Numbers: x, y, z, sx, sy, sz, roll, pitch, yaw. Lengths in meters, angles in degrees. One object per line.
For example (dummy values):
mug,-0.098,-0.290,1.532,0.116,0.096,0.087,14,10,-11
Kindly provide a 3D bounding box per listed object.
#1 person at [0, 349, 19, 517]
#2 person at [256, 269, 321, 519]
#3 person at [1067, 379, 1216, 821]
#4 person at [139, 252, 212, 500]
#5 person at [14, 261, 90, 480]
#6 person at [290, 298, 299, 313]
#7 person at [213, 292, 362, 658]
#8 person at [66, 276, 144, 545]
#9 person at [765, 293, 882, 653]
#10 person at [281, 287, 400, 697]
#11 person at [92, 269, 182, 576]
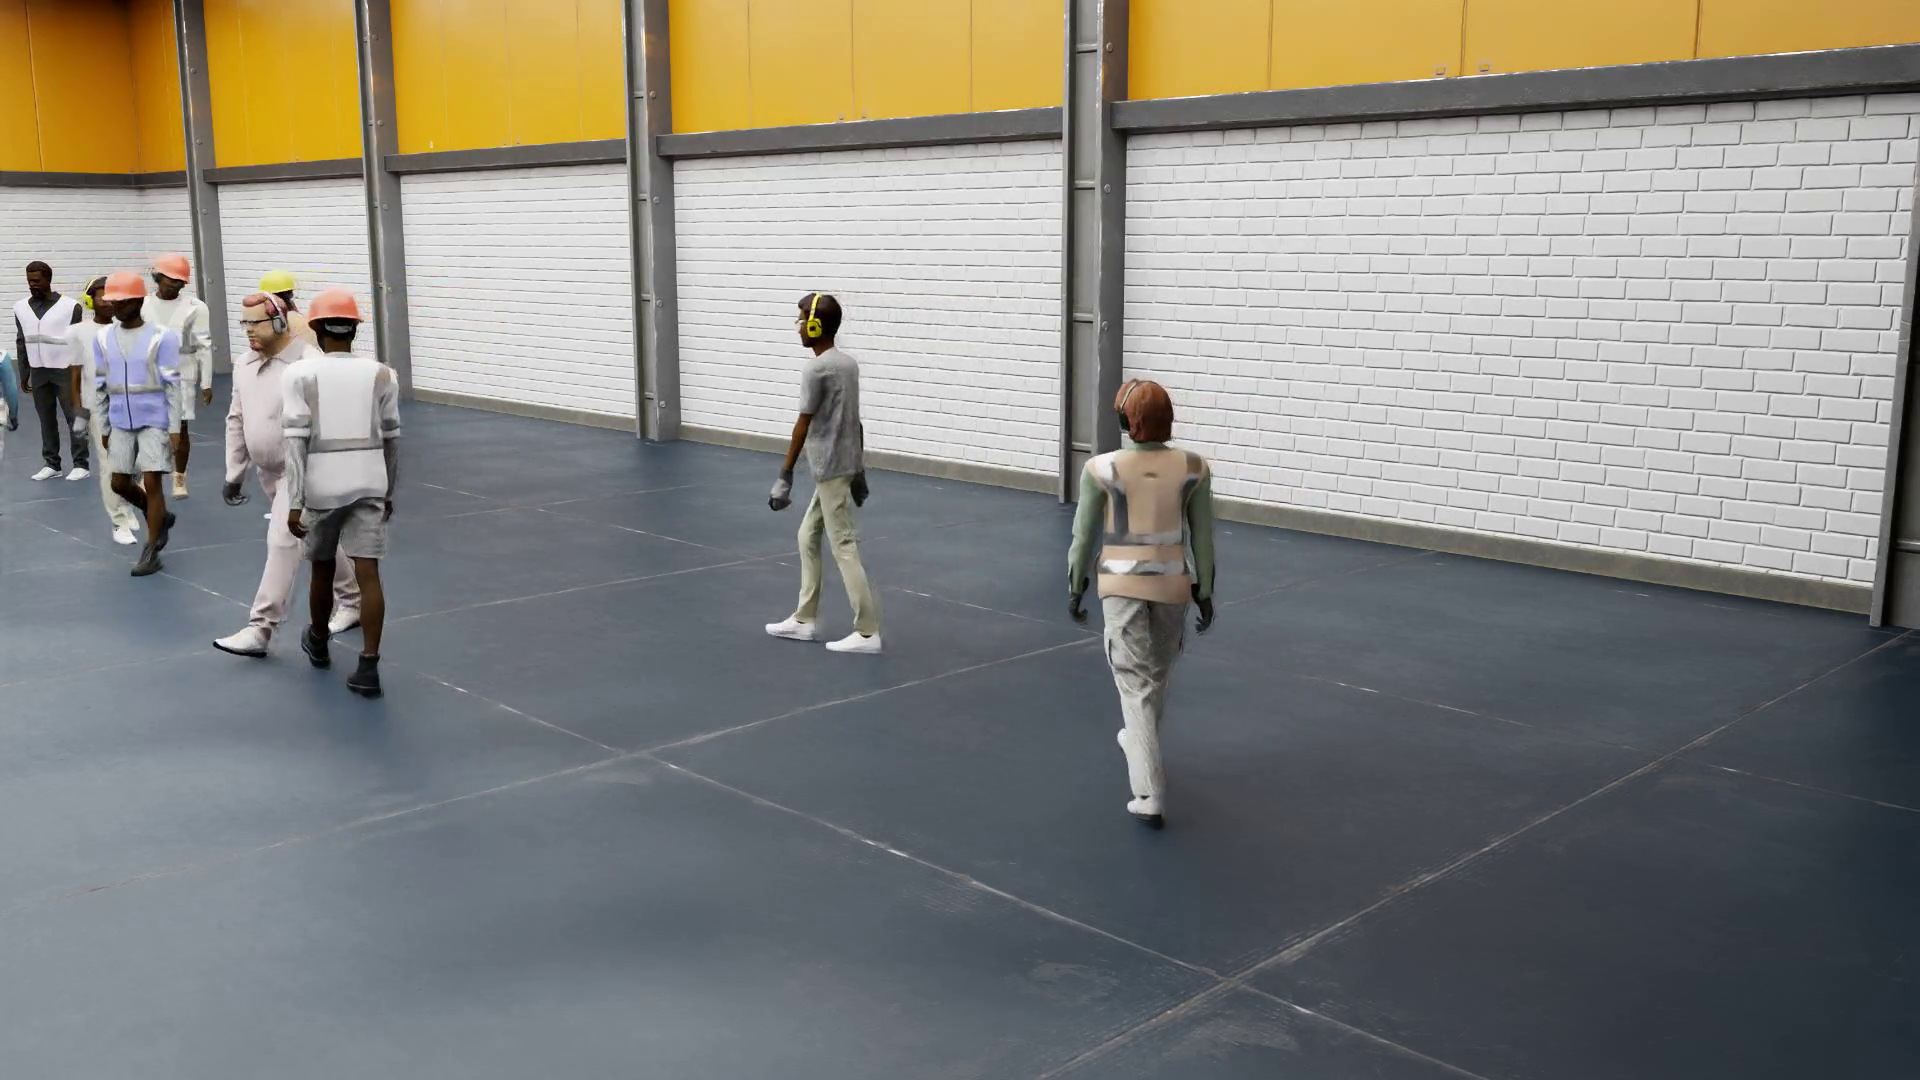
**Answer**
person,-7.011,-0.830,11.893,0.500,1.587,0.845,-2,11,-11
person,-4.820,-1.052,12.317,0.841,1.889,0.594,1,10,6
person,0.673,0.199,6.262,0.533,1.596,0.867,-2,11,-11
person,-6.325,-1.295,13.327,0.656,1.994,0.534,-3,11,-16
person,-7.921,-1.472,14.534,0.591,1.912,0.379,0,10,1
person,-5.791,-1.296,14.323,0.507,1.631,0.266,-10,14,-44
person,-3.489,-0.351,8.599,0.648,1.840,1.026,6,12,31
person,-5.910,-0.899,11.554,0.489,1.853,0.535,10,14,42
person,-0.767,-0.327,8.499,0.839,1.838,0.531,3,11,16
person,-2.954,-0.250,7.934,0.556,1.878,1.007,-6,12,-31
person,-5.214,-0.760,10.616,0.565,1.921,0.679,0,10,1
